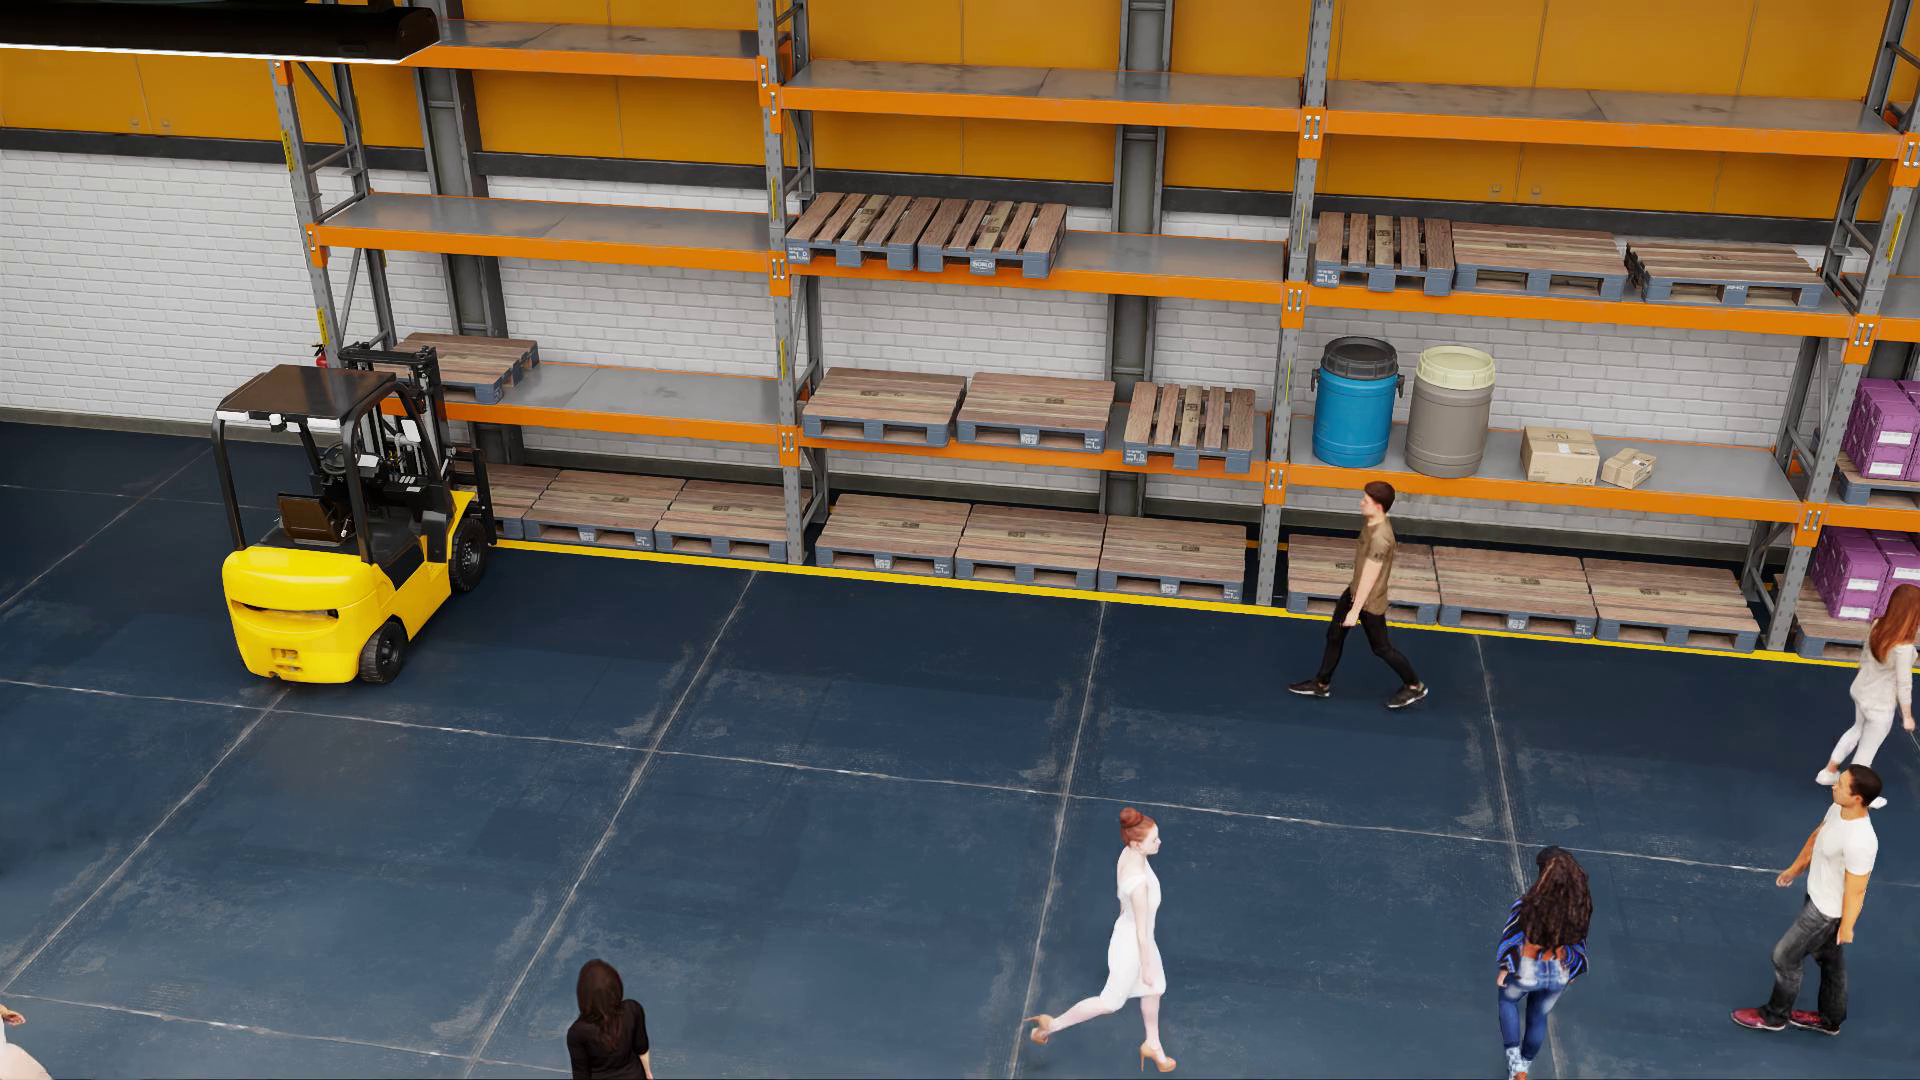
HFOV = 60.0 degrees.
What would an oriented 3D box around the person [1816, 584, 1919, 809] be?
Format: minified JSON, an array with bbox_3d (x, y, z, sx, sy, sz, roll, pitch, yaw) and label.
[{"bbox_3d":[6.032,1.055,11.049,0.686,1.706,0.661,1,29,1],"label":"person"}]

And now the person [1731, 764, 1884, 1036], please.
[{"bbox_3d":[4.910,2.032,9.180,0.880,1.780,0.738,10,30,17],"label":"person"}]

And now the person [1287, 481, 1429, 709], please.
[{"bbox_3d":[3.046,0.447,12.051,1.285,1.814,0.815,0,29,0],"label":"person"}]

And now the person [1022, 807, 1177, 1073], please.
[{"bbox_3d":[0.811,2.199,8.895,1.083,1.761,0.600,4,29,7],"label":"person"}]

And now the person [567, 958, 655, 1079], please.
[{"bbox_3d":[-1.681,2.693,8.115,0.637,1.640,0.693,-19,34,-31],"label":"person"}]

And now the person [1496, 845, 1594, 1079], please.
[{"bbox_3d":[3.061,2.339,8.792,0.599,1.614,0.705,4,29,7],"label":"person"}]
